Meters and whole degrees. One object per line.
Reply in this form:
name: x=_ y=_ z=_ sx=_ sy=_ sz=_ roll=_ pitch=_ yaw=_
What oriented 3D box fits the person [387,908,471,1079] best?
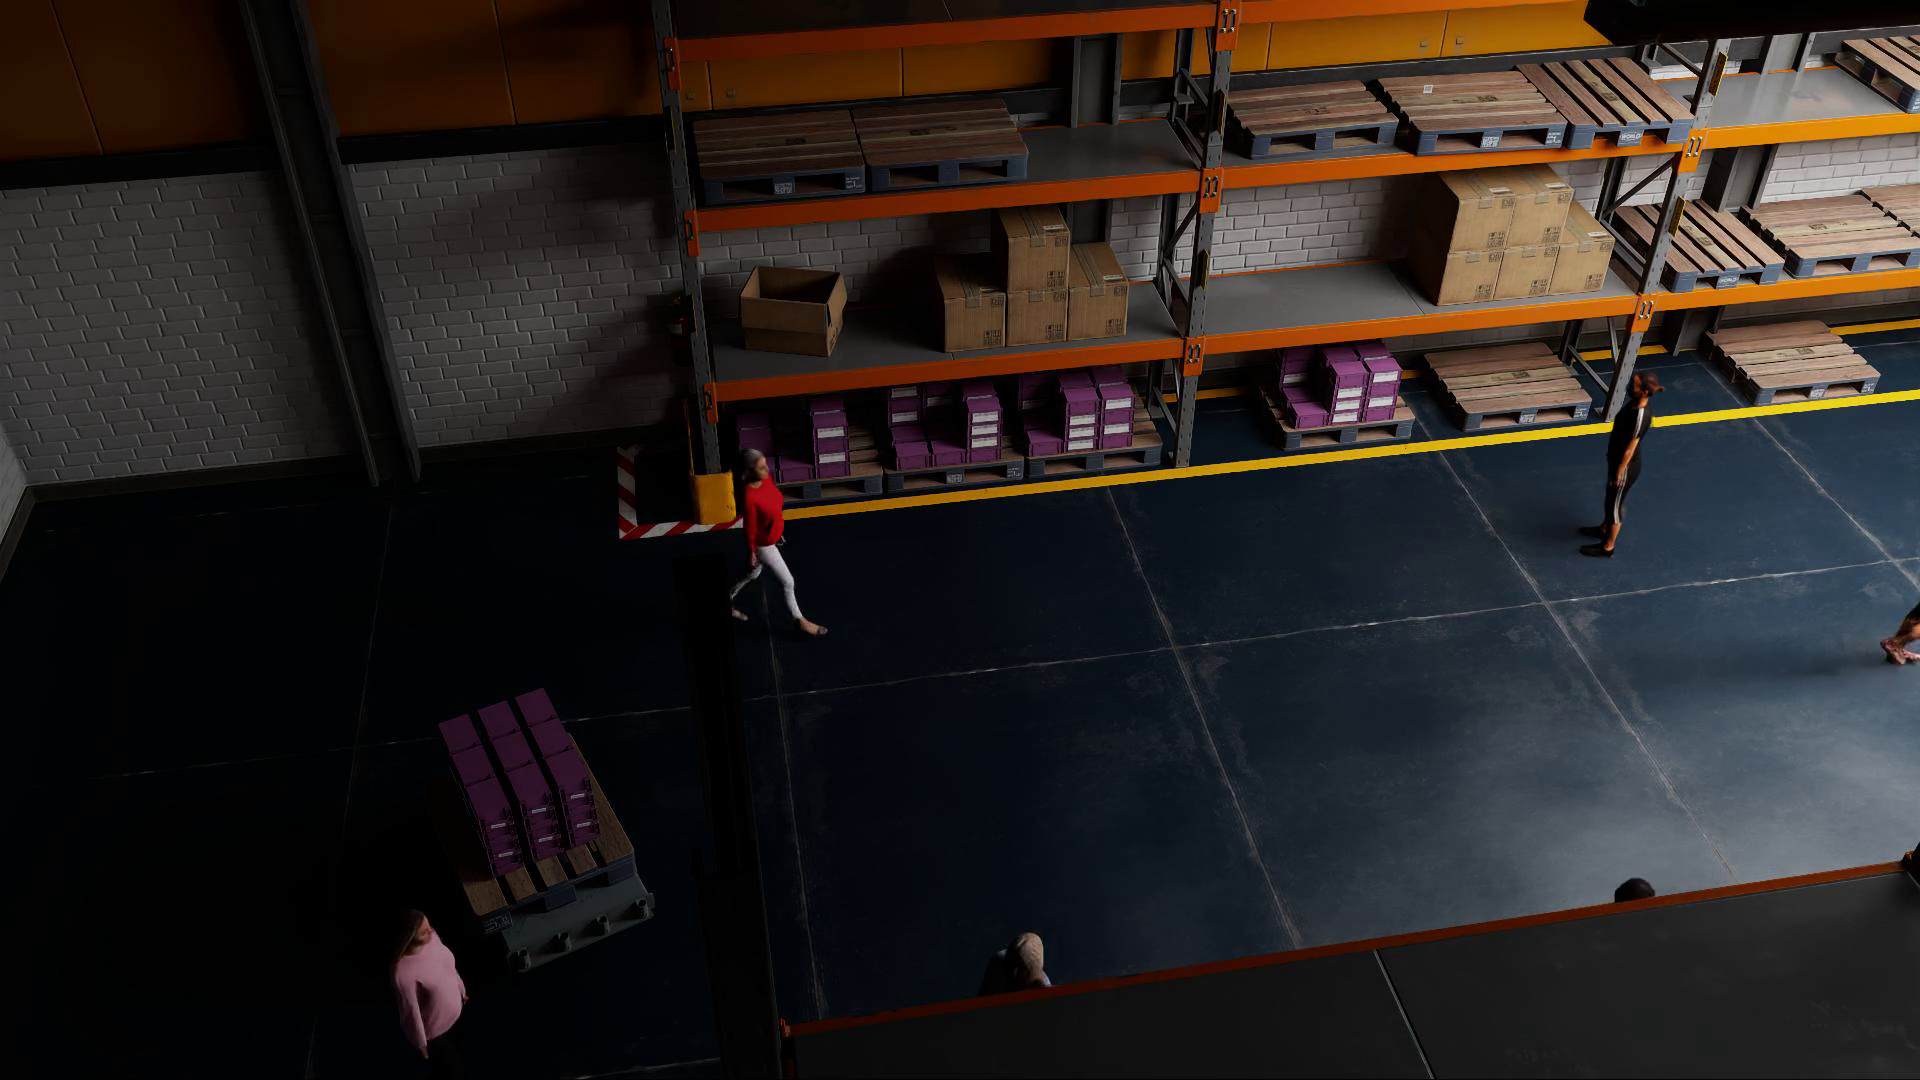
person: x=-2.936 y=2.585 z=9.047 sx=0.796 sy=1.681 sz=0.731 roll=5 pitch=39 yaw=7

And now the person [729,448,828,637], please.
person: x=-1.533 y=0.018 z=12.284 sx=1.184 sy=1.652 sz=0.849 roll=8 pitch=39 yaw=10

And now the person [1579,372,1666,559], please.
person: x=5.225 y=-0.618 z=13.068 sx=0.649 sy=1.668 sz=0.651 roll=11 pitch=40 yaw=13

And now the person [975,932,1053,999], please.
person: x=0.368 y=2.618 z=9.018 sx=1.233 sy=1.665 sz=0.983 roll=-27 pitch=46 yaw=-30
